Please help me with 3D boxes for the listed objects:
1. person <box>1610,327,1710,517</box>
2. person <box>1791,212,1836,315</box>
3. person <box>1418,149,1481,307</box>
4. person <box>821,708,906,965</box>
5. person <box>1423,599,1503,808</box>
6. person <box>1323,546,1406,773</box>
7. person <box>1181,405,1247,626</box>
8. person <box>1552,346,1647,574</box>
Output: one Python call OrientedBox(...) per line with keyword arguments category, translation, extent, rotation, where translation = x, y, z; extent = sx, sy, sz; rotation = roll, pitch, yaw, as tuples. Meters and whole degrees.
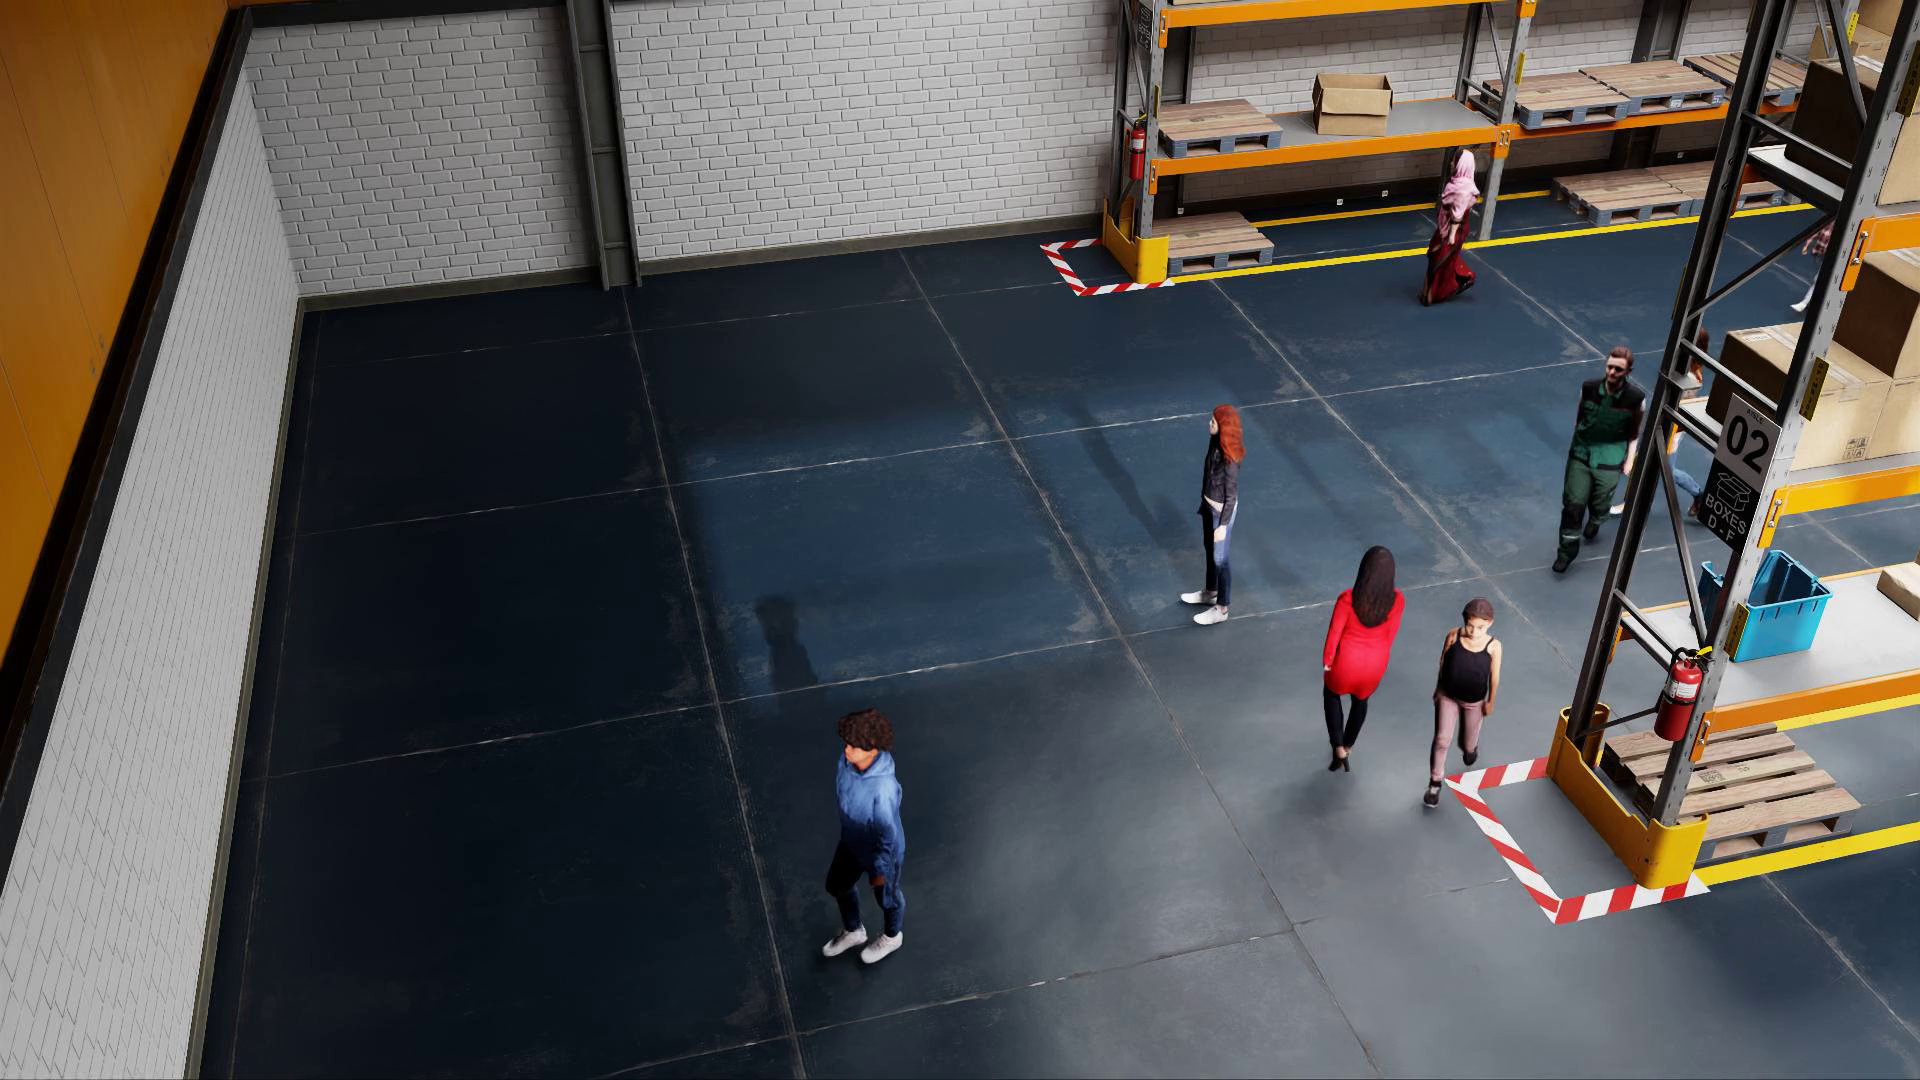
OrientedBox(category="person", translation=(5.695, -0.895, 13.166), extent=(1.106, 1.709, 0.810), rotation=(3, 34, 4))
OrientedBox(category="person", translation=(8.671, -2.878, 16.545), extent=(0.922, 1.273, 0.670), rotation=(-17, 37, -23))
OrientedBox(category="person", translation=(4.984, -3.109, 16.568), extent=(0.935, 1.631, 0.867), rotation=(8, 35, 13))
OrientedBox(category="person", translation=(-0.428, 1.636, 9.279), extent=(0.807, 1.798, 0.796), rotation=(-21, 39, -28))
OrientedBox(category="person", translation=(3.193, 0.957, 10.531), extent=(0.877, 1.543, 0.914), rotation=(16, 37, 22))
OrientedBox(category="person", translation=(2.572, 0.810, 10.574), extent=(0.723, 1.739, 0.772), rotation=(-3, 34, -4))
OrientedBox(category="person", translation=(1.868, -0.198, 12.046), extent=(0.530, 1.789, 0.580), rotation=(-6, 34, -10))
OrientedBox(category="person", translation=(4.901, -0.656, 12.709), extent=(1.094, 1.817, 1.176), rotation=(20, 38, 27))
